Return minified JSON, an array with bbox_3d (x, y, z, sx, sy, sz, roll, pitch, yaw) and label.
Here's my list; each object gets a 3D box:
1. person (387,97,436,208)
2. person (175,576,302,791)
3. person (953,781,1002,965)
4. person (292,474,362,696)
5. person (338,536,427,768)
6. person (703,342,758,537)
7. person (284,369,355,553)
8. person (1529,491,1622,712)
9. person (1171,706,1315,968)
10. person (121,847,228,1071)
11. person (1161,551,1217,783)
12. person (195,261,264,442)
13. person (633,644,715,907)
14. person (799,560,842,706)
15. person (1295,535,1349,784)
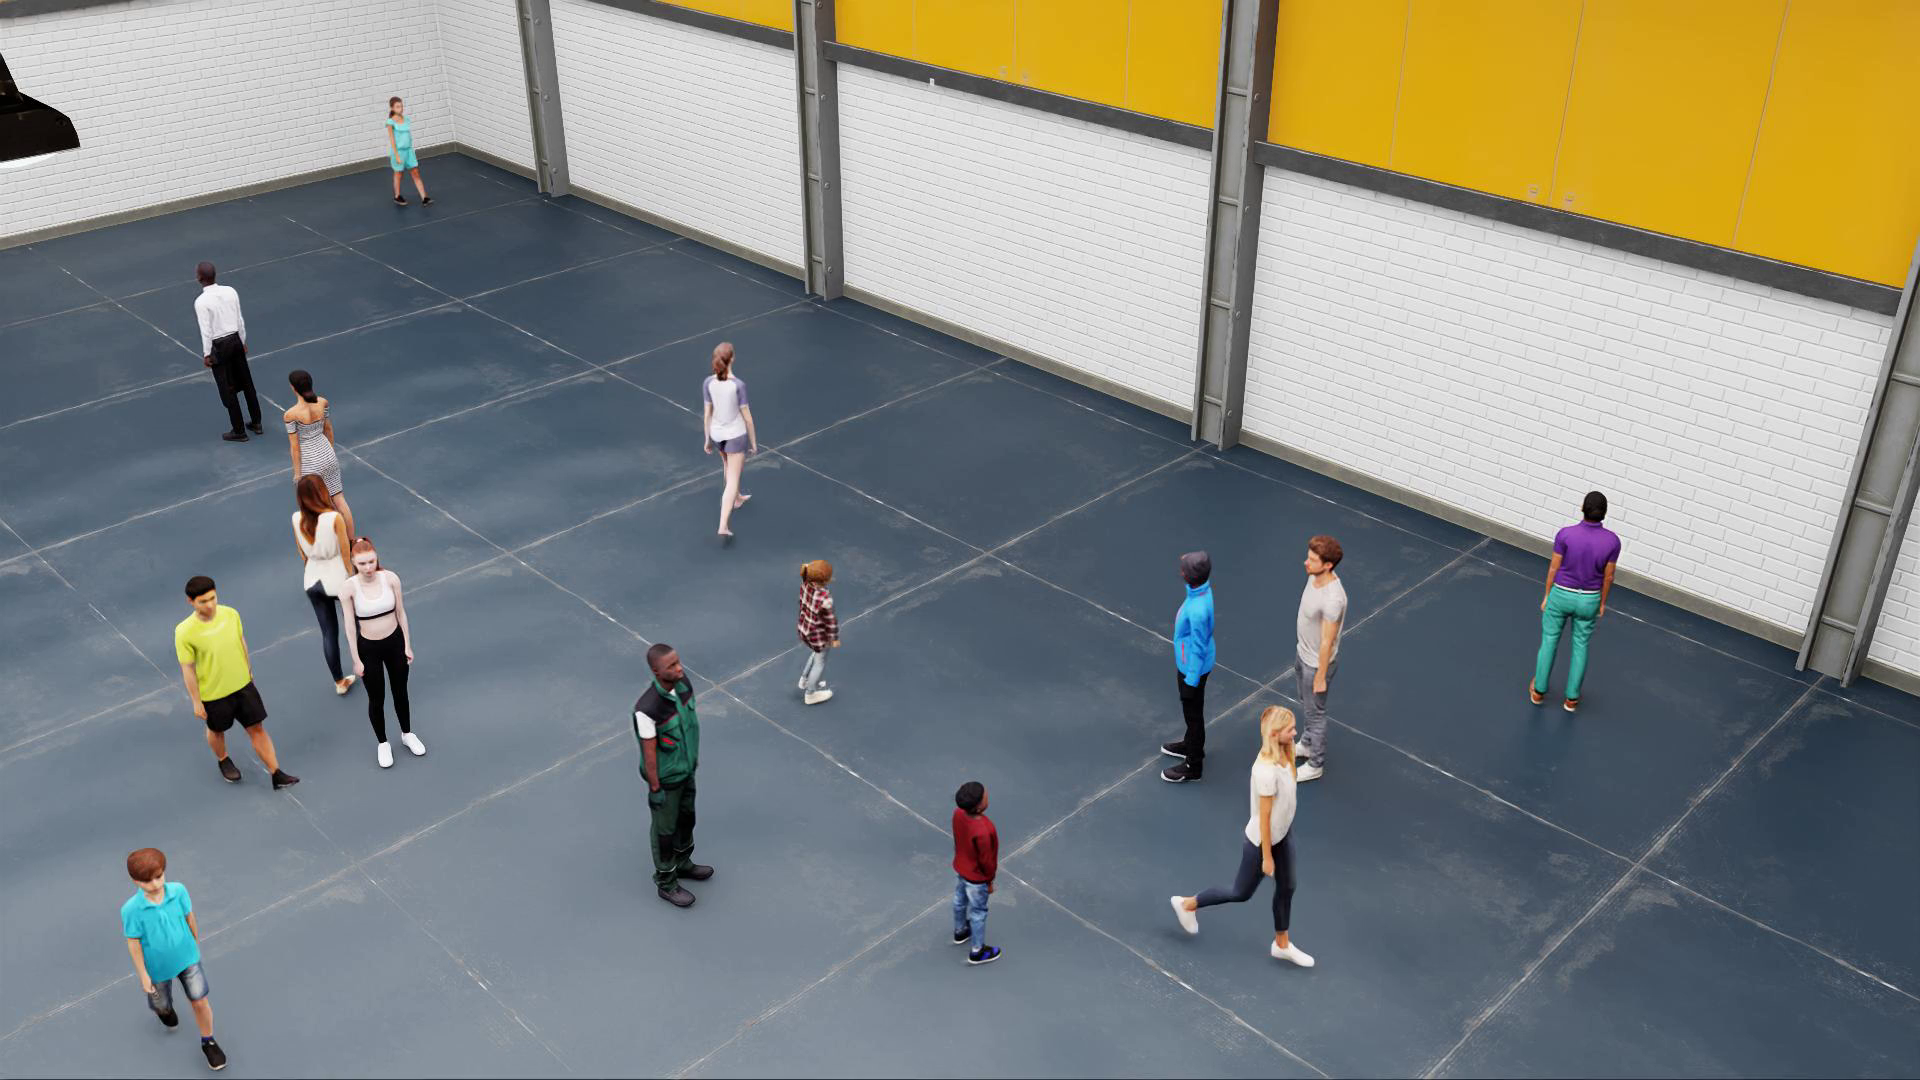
[{"bbox_3d":[-7.860,-5.413,23.280,1.042,1.516,0.636,21,35,34],"label":"person"},{"bbox_3d":[-5.115,0.965,11.425,1.023,1.672,0.712,22,35,34],"label":"person"},{"bbox_3d":[0.073,1.976,10.007,0.604,1.254,0.484,-16,32,-27],"label":"person"},{"bbox_3d":[-4.740,0.378,12.404,0.886,1.765,0.930,2,29,3],"label":"person"},{"bbox_3d":[-4.076,0.773,11.704,0.618,1.741,0.573,-19,34,-31],"label":"person"},{"bbox_3d":[-2.076,-0.854,14.706,1.159,1.723,1.013,8,30,15],"label":"person"},{"bbox_3d":[-5.446,-0.605,14.145,0.600,1.822,0.644,16,32,27],"label":"person"},{"bbox_3d":[4.537,0.441,12.285,0.669,1.767,0.766,6,29,11],"label":"person"},{"bbox_3d":[1.715,1.758,9.859,1.194,1.779,0.825,14,32,24],"label":"person"},{"bbox_3d":[-4.427,2.287,9.250,0.563,1.434,0.862,-22,36,-35],"label":"person"},{"bbox_3d":[1.632,0.859,11.486,0.737,1.799,0.704,4,29,7],"label":"person"},{"bbox_3d":[-7.260,-1.873,16.455,0.630,1.837,0.695,15,32,25],"label":"person"},{"bbox_3d":[-1.812,1.433,10.393,0.764,1.839,0.773,10,30,18],"label":"person"},{"bbox_3d":[-1.080,0.673,12.371,0.681,1.277,0.508,-25,37,-37],"label":"person"},{"bbox_3d":[2.471,0.803,11.491,0.795,1.893,0.726,-1,29,-2],"label":"person"}]
